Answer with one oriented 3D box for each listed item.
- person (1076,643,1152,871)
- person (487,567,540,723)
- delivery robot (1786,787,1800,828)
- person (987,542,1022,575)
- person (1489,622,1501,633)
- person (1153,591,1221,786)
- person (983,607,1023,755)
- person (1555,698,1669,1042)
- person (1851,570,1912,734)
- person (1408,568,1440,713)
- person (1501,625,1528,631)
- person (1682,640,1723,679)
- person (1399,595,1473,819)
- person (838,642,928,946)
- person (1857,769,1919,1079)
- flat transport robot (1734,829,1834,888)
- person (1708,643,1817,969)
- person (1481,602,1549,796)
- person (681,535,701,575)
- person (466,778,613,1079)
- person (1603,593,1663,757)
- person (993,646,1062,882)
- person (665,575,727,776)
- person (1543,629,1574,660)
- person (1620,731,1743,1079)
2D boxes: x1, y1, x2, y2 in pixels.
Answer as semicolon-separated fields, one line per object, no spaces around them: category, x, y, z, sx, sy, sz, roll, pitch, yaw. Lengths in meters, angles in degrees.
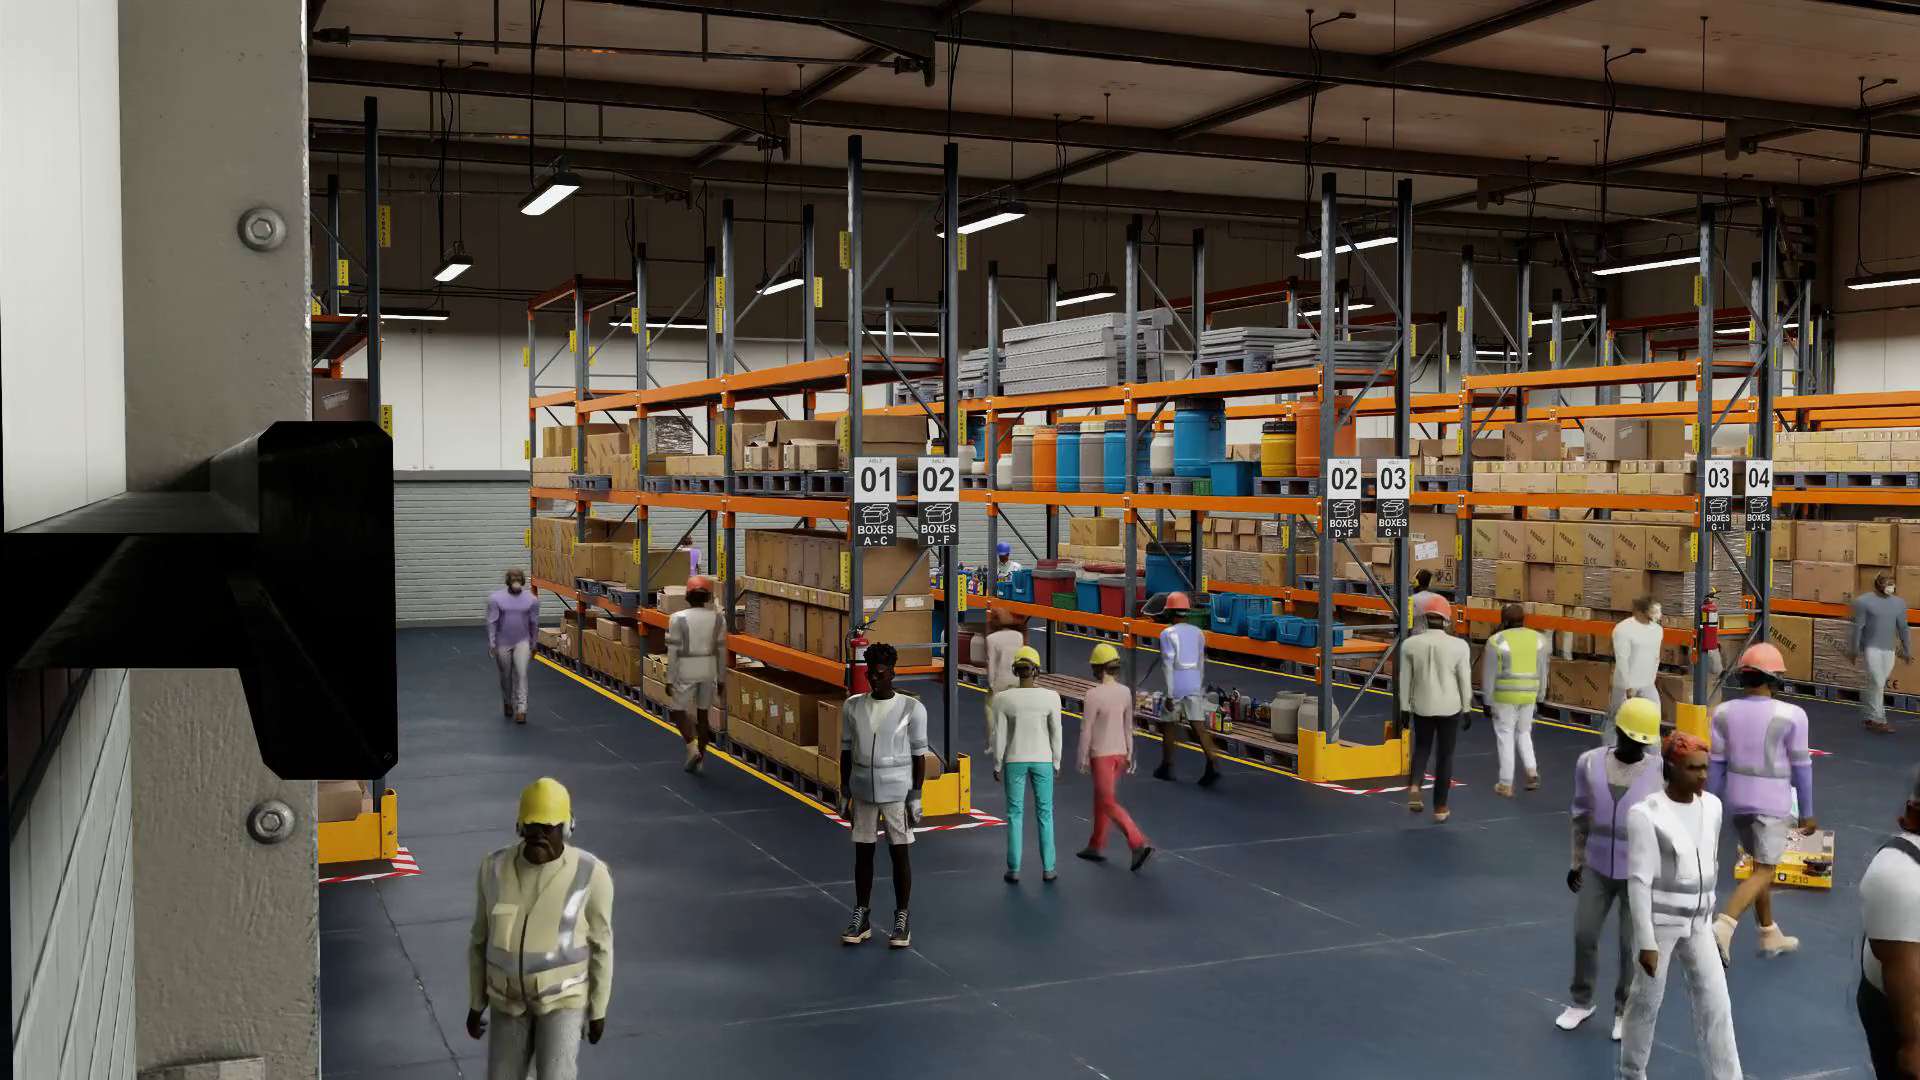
person;1.191;1.674;13.926;0.802;1.740;0.525;2;3;43
person;-5.529;1.275;22.195;0.633;1.905;0.955;-1;2;-14
delivery robot;6.765;2.191;14.836;0.477;0.478;0.707;1;2;27
person;0.712;0.998;28.845;0.608;1.935;0.414;0;2;7
person;8.424;1.161;27.694;0.550;1.685;0.369;0;2;4
person;2.241;1.454;17.616;0.556;1.897;0.961;-1;2;-29
person;0.456;1.524;19.250;0.496;1.613;0.521;-1;2;-29
person;3.556;1.763;9.610;0.645;1.877;0.490;2;3;44
person;10.837;1.315;20.976;0.654;1.900;0.875;0;2;-8
person;5.876;1.280;22.663;0.540;1.851;0.740;-1;2;-21
person;7.857;1.286;25.375;0.528;1.630;0.392;-1;2;-24
person;9.368;1.248;22.601;0.628;1.910;0.468;-1;2;-14
person;4.188;1.478;15.783;0.620;1.978;0.532;1;2;27
person;-0.514;1.642;11.666;0.604;1.966;0.367;1;2;16
person;3.693;1.816;6.729;0.694;2.000;0.538;-1;3;-30
flat transport robot;6.377;2.415;13.828;0.652;0.197;1.431;1;2;27
person;4.929;1.645;11.178;0.978;2.011;0.600;-1;3;-30
person;5.230;1.504;16.950;0.648;1.832;0.435;0;2;-12
person;-5.322;0.810;34.930;0.563;1.847;0.390;-1;2;-17
person;-1.729;1.876;7.452;0.604;1.816;0.649;0;2;7
person;6.676;1.457;17.609;0.653;1.875;0.987;-1;2;-18
person;0.506;1.678;13.434;0.523;1.759;0.336;0;2;0
person;-2.651;1.366;18.035;0.646;2.030;0.456;-1;2;-27
person;9.309;1.075;27.760;0.620;1.859;0.757;-1;2;-22
person;3.403;1.828;8.307;0.617;1.843;0.903;-1;2;-24
